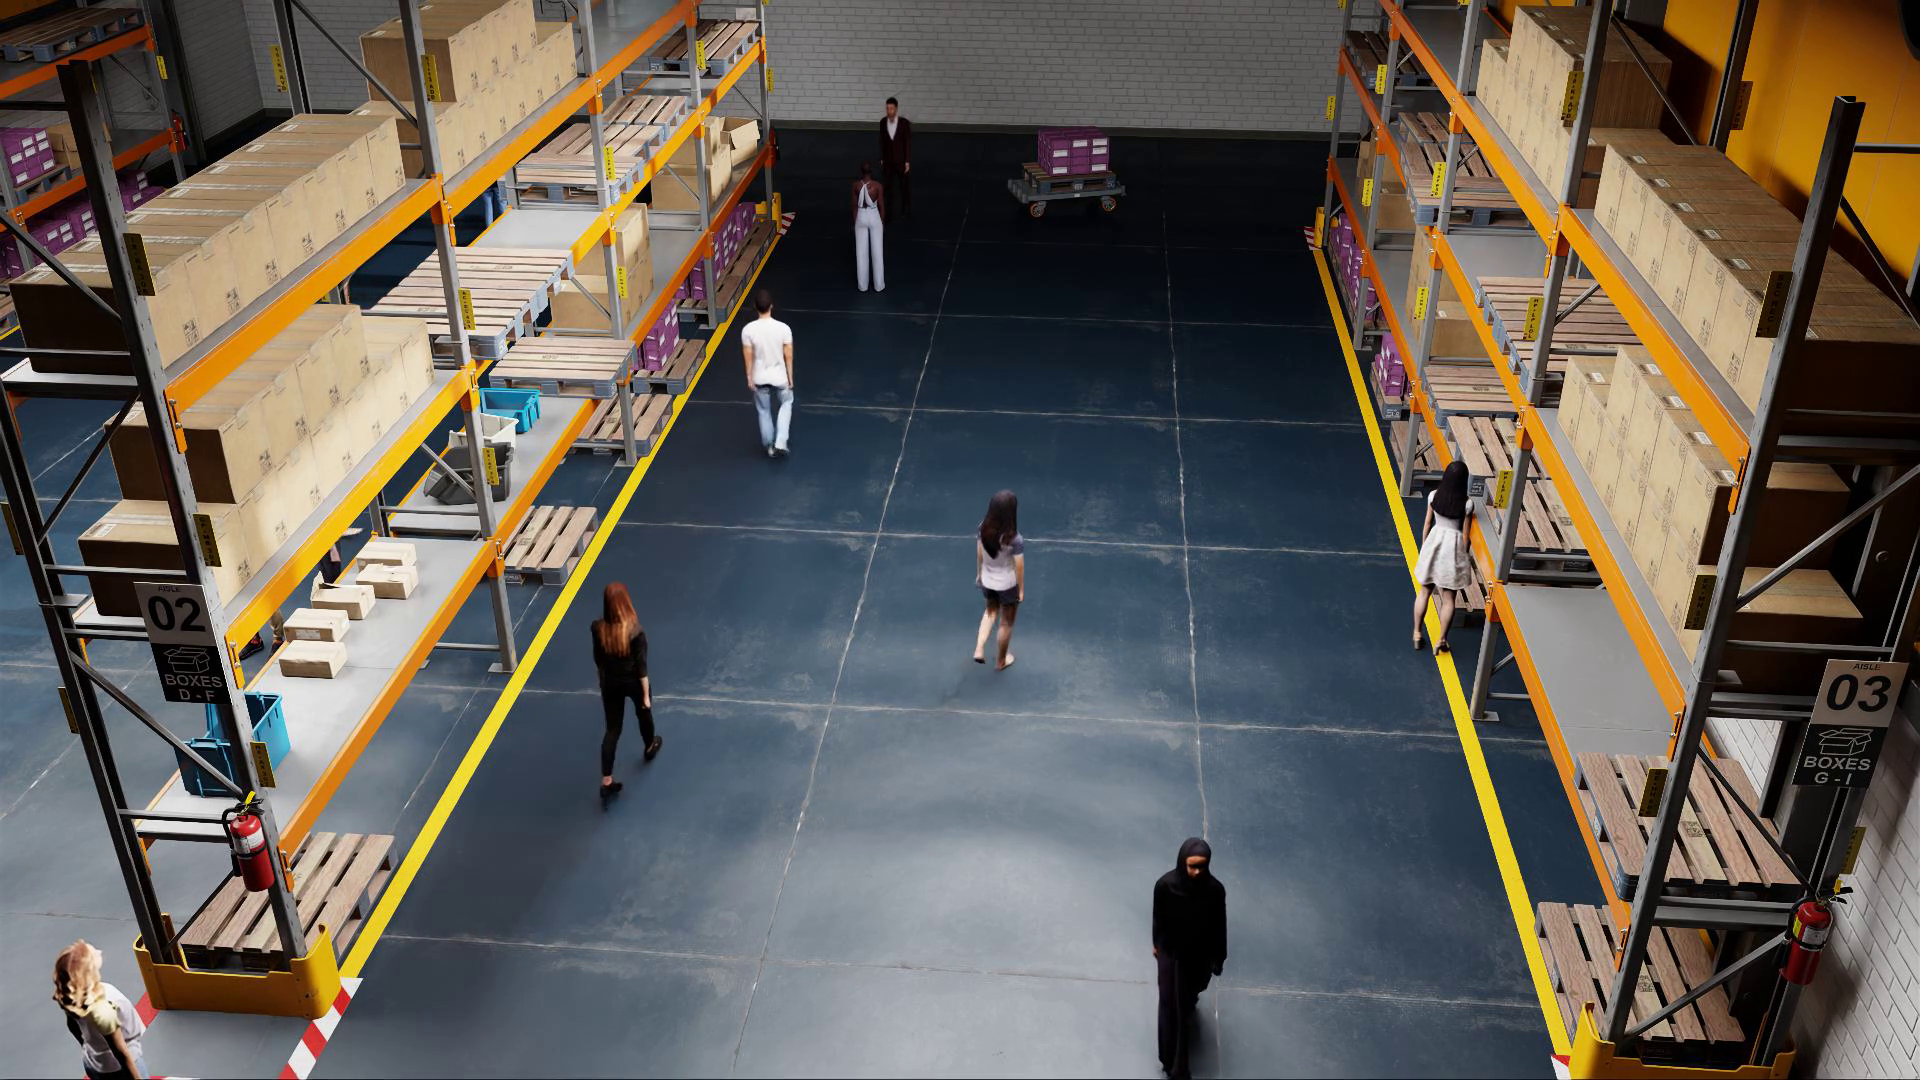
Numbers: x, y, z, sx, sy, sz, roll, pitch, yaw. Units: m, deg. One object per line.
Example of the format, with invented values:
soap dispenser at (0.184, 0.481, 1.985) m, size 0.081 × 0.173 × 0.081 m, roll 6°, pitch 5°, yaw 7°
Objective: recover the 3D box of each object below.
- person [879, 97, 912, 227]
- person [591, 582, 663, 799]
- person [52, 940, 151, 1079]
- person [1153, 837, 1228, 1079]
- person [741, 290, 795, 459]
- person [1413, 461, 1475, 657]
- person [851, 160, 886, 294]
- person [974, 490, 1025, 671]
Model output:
person at (-0.915, -5.618, 24.631) m, size 0.739 × 1.817 × 1.195 m, roll 5°, pitch 29°, yaw 10°
person at (-2.552, 1.138, 12.390) m, size 0.730 × 1.677 × 1.161 m, roll 7°, pitch 29°, yaw 12°
person at (-4.651, 2.890, 9.131) m, size 0.708 × 1.723 × 0.698 m, roll 16°, pitch 33°, yaw 27°
person at (1.378, 2.426, 10.116) m, size 0.614 × 1.594 × 1.098 m, roll 2°, pitch 29°, yaw 3°
person at (-1.985, -1.686, 17.381) m, size 0.728 × 1.856 × 0.778 m, roll -1°, pitch 29°, yaw -2°
person at (4.109, 0.146, 14.113) m, size 0.776 × 1.769 × 0.800 m, roll 19°, pitch 34°, yaw 30°
person at (-1.207, -4.143, 21.963) m, size 0.576 × 1.783 × 0.473 m, roll 2°, pitch 29°, yaw 3°
person at (0.282, 0.377, 13.763) m, size 0.769 × 1.699 × 0.829 m, roll 19°, pitch 34°, yaw 31°
